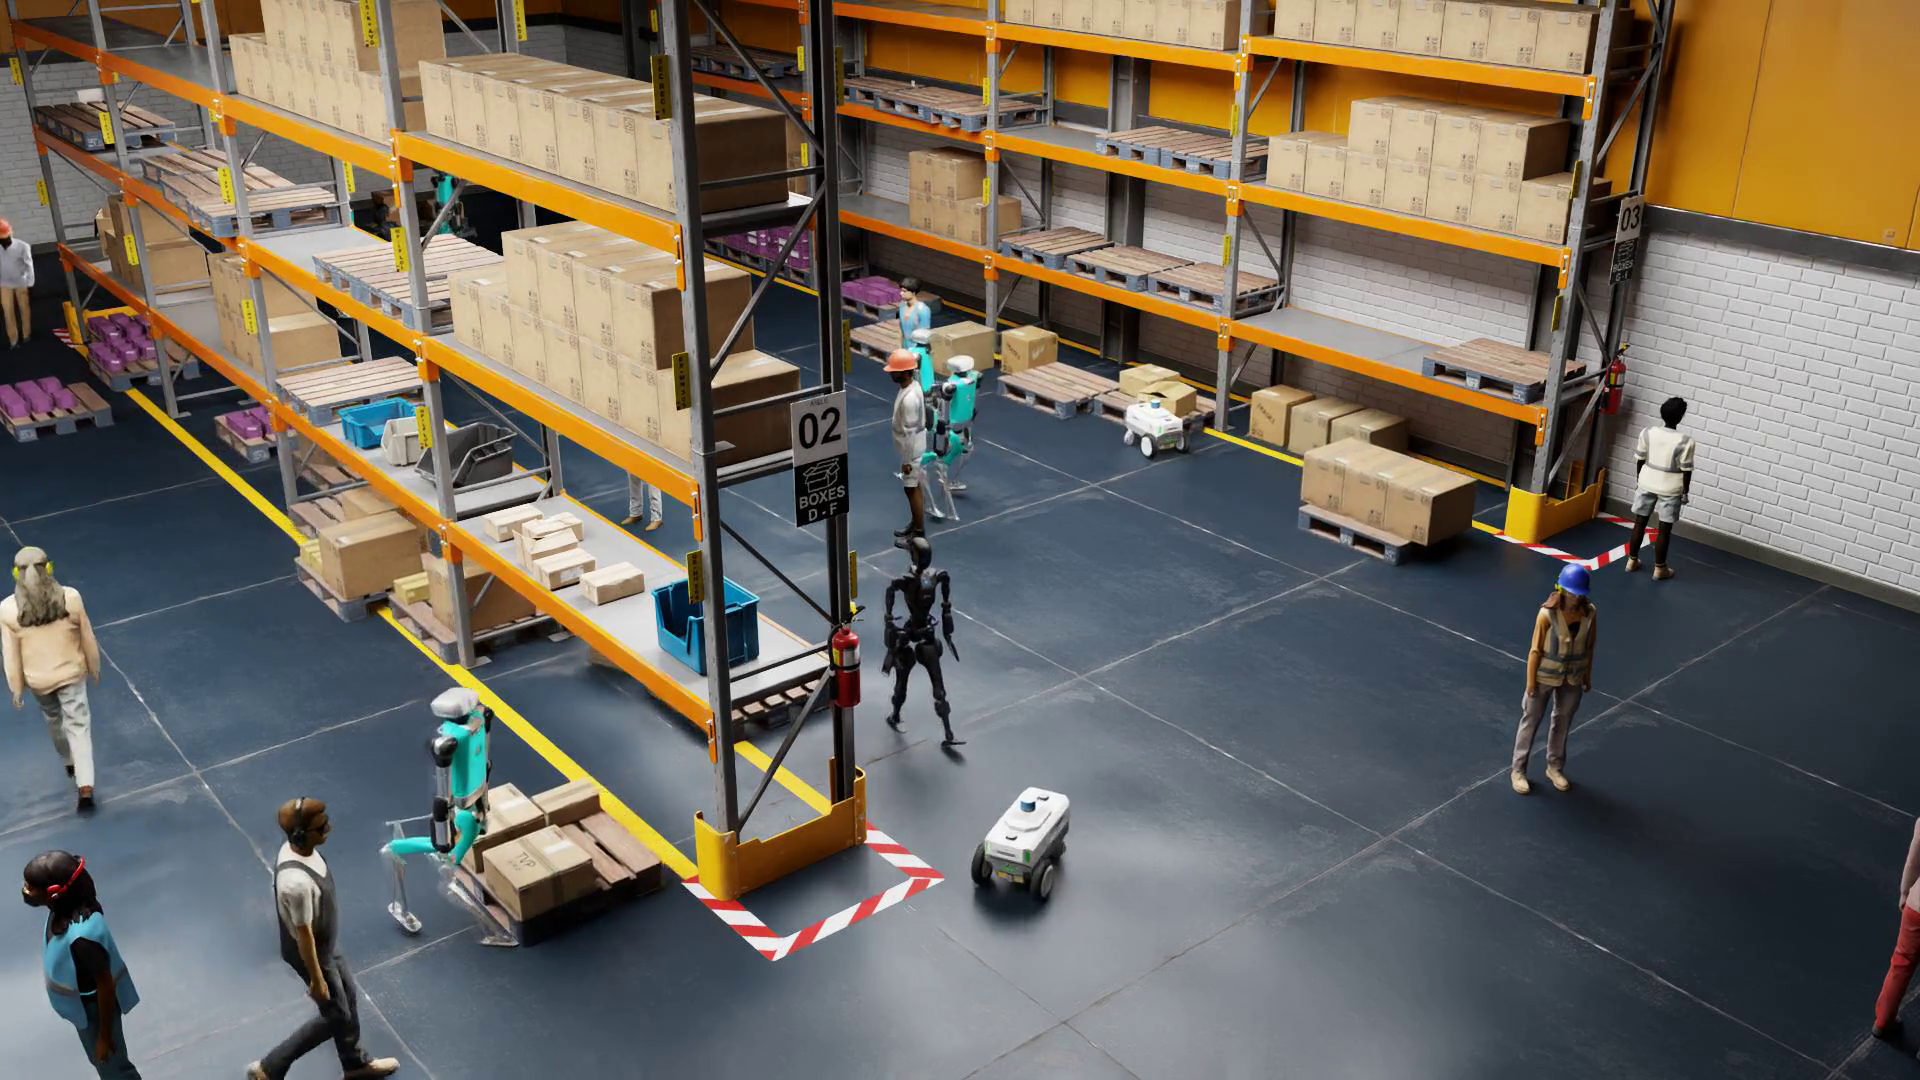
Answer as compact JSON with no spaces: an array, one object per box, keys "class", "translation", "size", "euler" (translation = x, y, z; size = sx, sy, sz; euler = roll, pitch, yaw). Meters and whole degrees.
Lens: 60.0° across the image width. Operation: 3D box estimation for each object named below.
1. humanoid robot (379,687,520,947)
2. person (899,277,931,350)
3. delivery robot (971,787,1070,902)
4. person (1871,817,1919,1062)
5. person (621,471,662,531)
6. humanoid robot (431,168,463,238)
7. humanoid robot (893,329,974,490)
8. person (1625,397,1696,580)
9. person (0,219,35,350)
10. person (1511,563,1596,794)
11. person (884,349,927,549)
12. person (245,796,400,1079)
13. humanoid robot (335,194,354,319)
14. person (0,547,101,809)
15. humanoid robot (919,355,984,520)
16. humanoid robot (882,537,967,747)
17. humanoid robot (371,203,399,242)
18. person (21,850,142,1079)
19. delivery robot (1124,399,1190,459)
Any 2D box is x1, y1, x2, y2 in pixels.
[{"class":"humanoid robot","translation":[-3.208,1.669,10.004],"size":[1.034,1.776,0.552],"euler":[7,24,15]},{"class":"person","translation":[-0.509,-2.087,18.611],"size":[0.347,1.754,0.501],"euler":[-20,30,-38]},{"class":"delivery robot","translation":[0.419,1.948,10.785],"size":[0.513,0.605,0.776],"euler":[11,26,24]},{"class":"person","translation":[5.375,2.034,9.058],"size":[0.337,1.756,0.516],"euler":[-18,29,-36]},{"class":"person","translation":[-3.097,-0.903,15.973],"size":[0.448,1.662,0.283],"euler":[13,27,28]},{"class":"humanoid robot","translation":[-7.694,-4.610,24.525],"size":[0.552,1.768,1.016],"euler":[14,27,30]},{"class":"humanoid robot","translation":[-0.204,-1.255,16.689],"size":[1.010,1.736,0.558],"euler":[5,24,10]},{"class":"person","translation":[6.293,-0.468,14.921],"size":[0.318,1.699,0.534],"euler":[-20,30,-38]},{"class":"person","translation":[-12.290,-3.323,21.542],"size":[0.601,1.683,0.872],"euler":[-11,26,-23]},{"class":"person","translation":[4.151,0.964,11.523],"size":[0.471,1.771,0.353],"euler":[-3,24,-7]},{"class":"person","translation":[-0.507,-0.858,15.546],"size":[0.388,1.930,0.545],"euler":[-1,23,-2]},{"class":"person","translation":[-3.425,2.156,8.688],"size":[0.657,1.827,0.512],"euler":[-8,25,-18]},{"class":"humanoid robot","translation":[-8.501,-3.841,22.519],"size":[0.735,1.677,0.533],"euler":[-1,23,-3]},{"class":"person","translation":[-6.257,0.940,11.506],"size":[0.574,1.832,0.946],"euler":[-10,25,-23]},{"class":"humanoid robot","translation":[-0.195,-0.966,16.041],"size":[0.838,1.770,0.549],"euler":[18,29,36]},{"class":"humanoid robot","translation":[-0.289,0.760,12.156],"size":[0.599,1.621,0.795],"euler":[-13,27,-27]},{"class":"humanoid robot","translation":[-7.689,-3.733,22.524],"size":[0.362,1.648,0.608],"euler":[8,25,18]},{"class":"person","translation":[-4.273,2.333,8.227],"size":[0.370,1.864,0.541],"euler":[-19,30,-37]},{"class":"delivery robot","translation":[2.128,-1.214,18.118],"size":[0.522,0.613,0.784],"euler":[-11,26,-24]}]
